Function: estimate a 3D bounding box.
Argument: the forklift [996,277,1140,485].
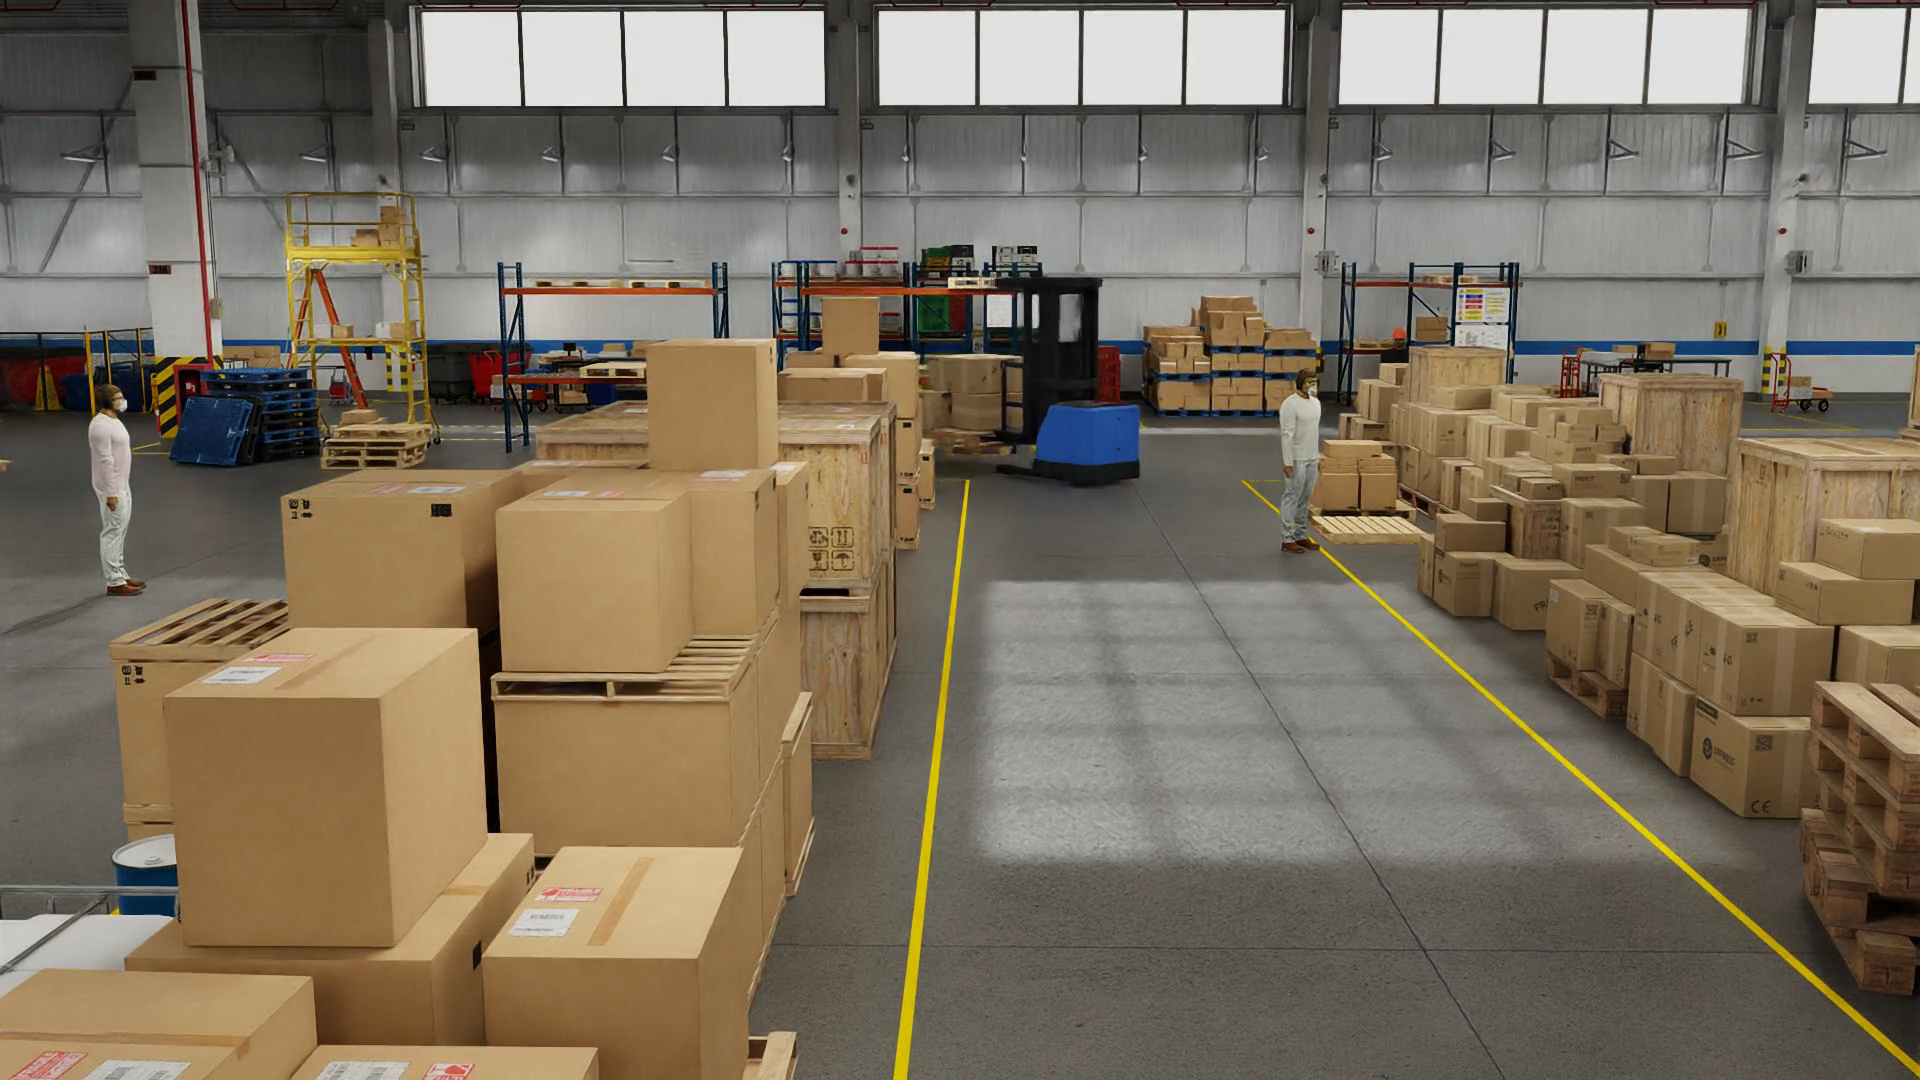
[{"bbox_3d":[1.532,-2.248,23.101,1.129,2.768,1.873,-7,12,-38],"label":"forklift"}]

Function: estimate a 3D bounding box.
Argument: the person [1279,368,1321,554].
[{"bbox_3d":[3.583,-0.834,17.445,0.361,1.938,0.635,9,13,42],"label":"person"}]

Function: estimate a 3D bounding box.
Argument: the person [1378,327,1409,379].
[{"bbox_3d":[7.044,-2.424,26.801,0.620,1.994,0.381,3,10,18],"label":"person"}]

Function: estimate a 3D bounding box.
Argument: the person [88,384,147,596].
[{"bbox_3d":[-7.717,-0.458,15.195,0.367,1.940,0.634,-3,10,-18],"label":"person"}]
